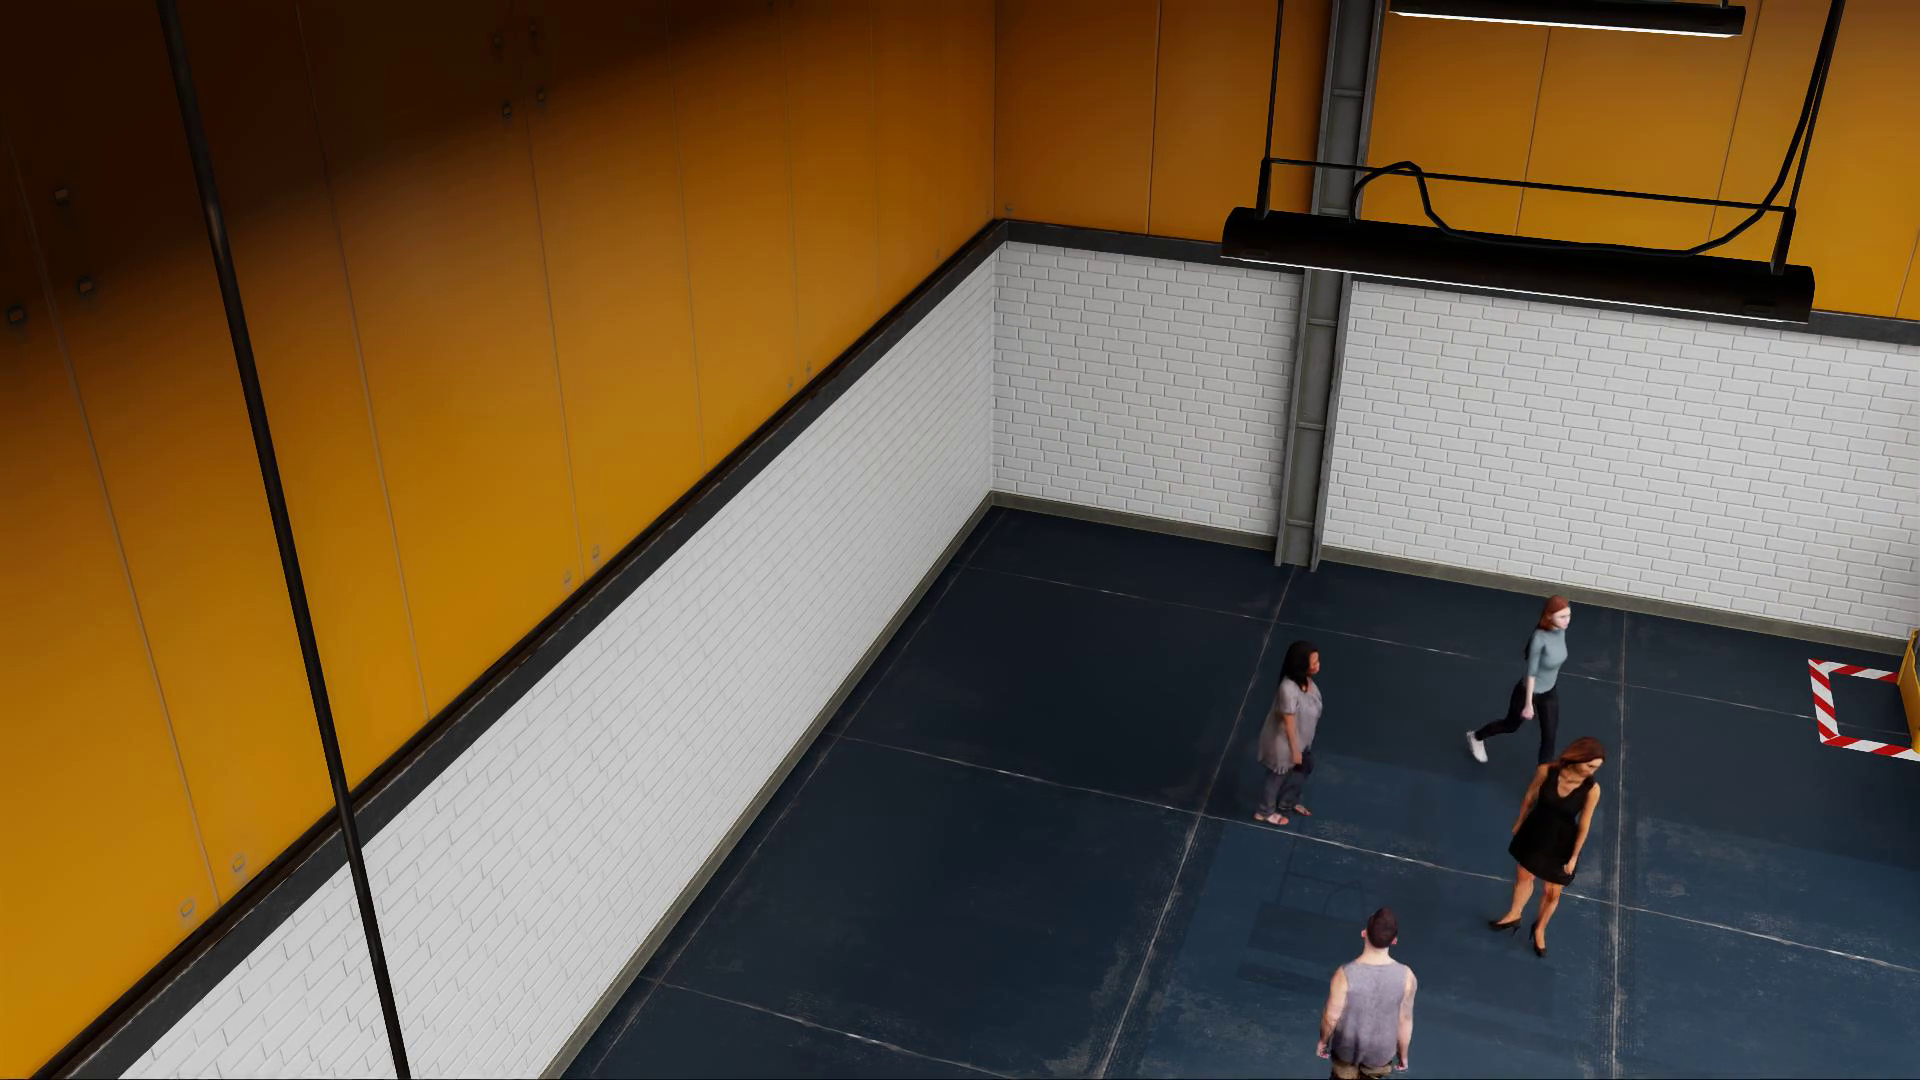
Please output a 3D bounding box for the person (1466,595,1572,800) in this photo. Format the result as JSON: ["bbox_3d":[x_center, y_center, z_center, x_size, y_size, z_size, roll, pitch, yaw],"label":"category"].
[{"bbox_3d":[4.287,1.152,12.613,1.028,1.704,1.241,-19,34,-31],"label":"person"}]

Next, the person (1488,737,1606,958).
[{"bbox_3d":[3.837,1.974,10.989,0.812,1.816,0.601,-24,36,-36],"label":"person"}]

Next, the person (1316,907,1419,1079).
[{"bbox_3d":[2.286,2.888,9.318,0.653,1.825,0.803,1,29,2],"label":"person"}]

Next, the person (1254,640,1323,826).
[{"bbox_3d":[2.337,1.415,12.250,0.643,1.590,0.611,10,30,17],"label":"person"}]
